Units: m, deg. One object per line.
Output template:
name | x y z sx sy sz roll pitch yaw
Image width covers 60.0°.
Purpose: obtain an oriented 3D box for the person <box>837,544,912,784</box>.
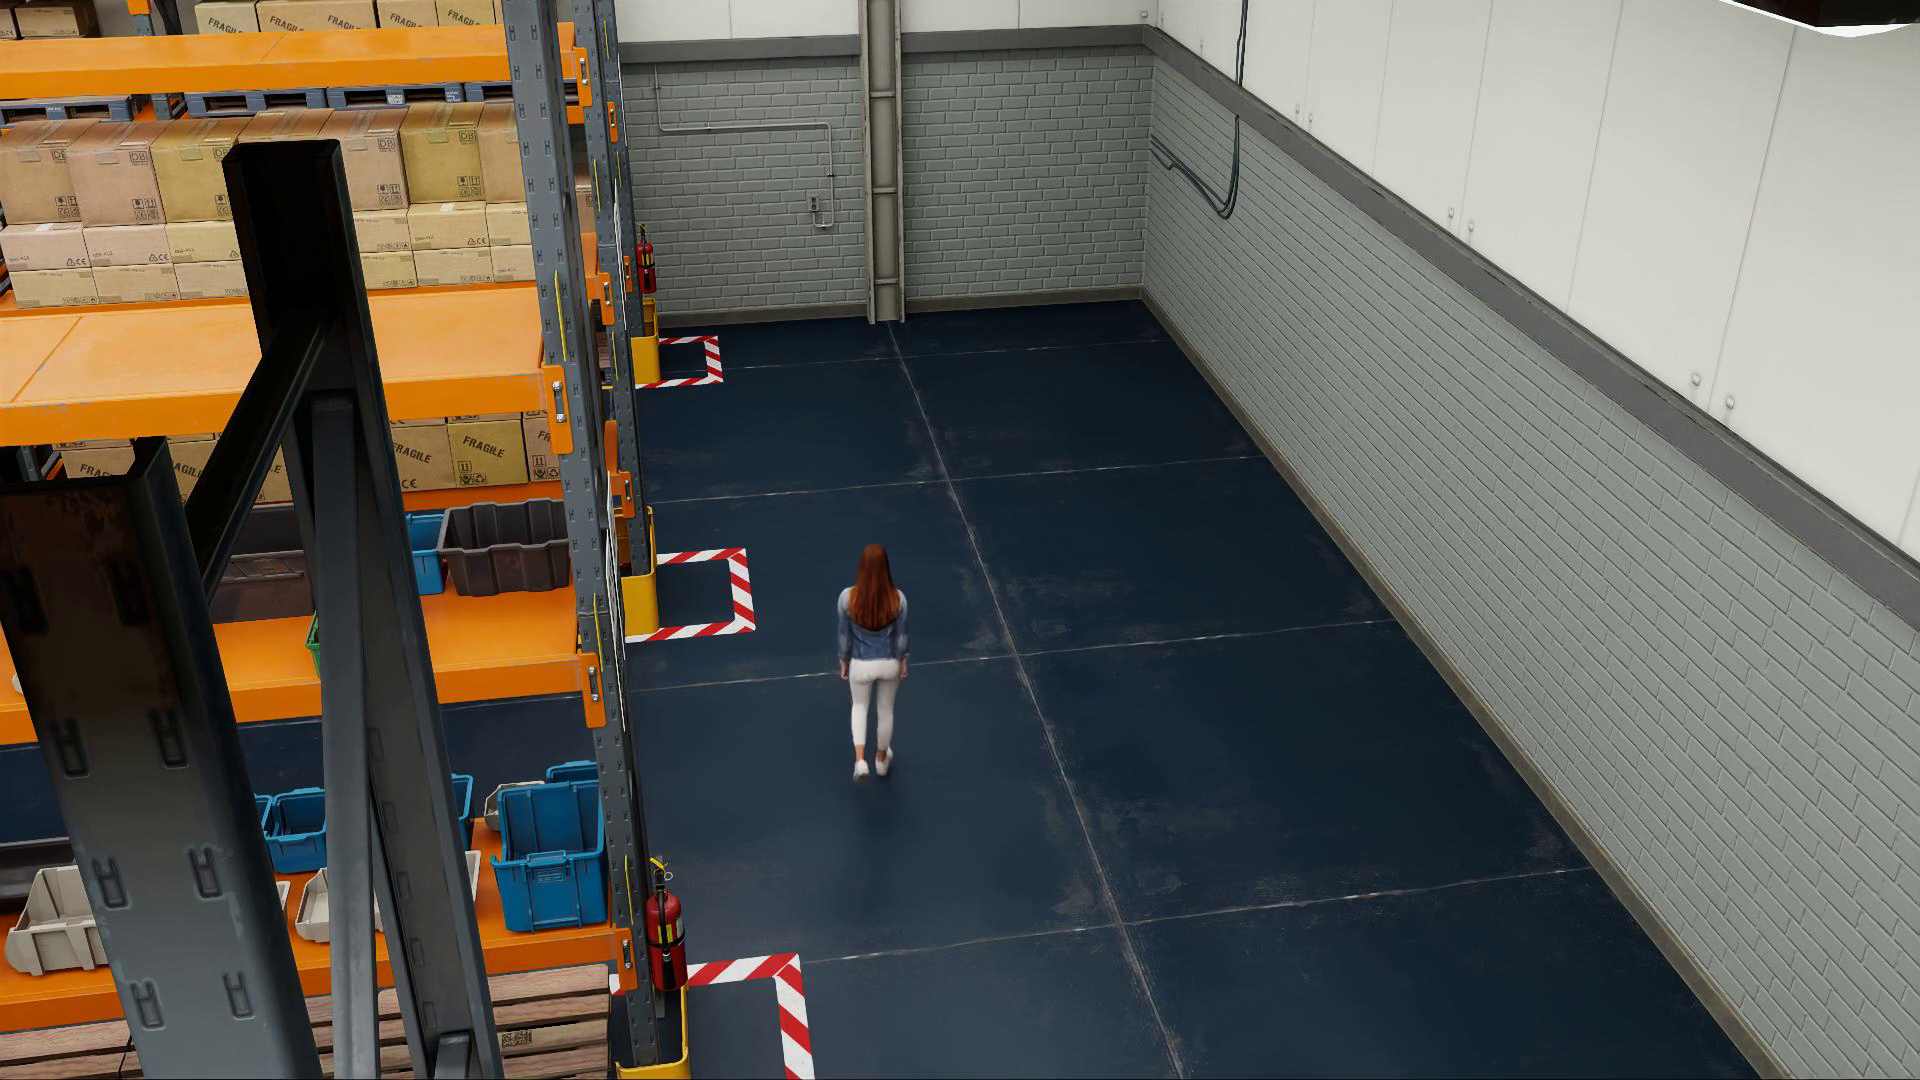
person | -0.541 0.840 10.522 0.812 1.688 0.775 1 28 2
